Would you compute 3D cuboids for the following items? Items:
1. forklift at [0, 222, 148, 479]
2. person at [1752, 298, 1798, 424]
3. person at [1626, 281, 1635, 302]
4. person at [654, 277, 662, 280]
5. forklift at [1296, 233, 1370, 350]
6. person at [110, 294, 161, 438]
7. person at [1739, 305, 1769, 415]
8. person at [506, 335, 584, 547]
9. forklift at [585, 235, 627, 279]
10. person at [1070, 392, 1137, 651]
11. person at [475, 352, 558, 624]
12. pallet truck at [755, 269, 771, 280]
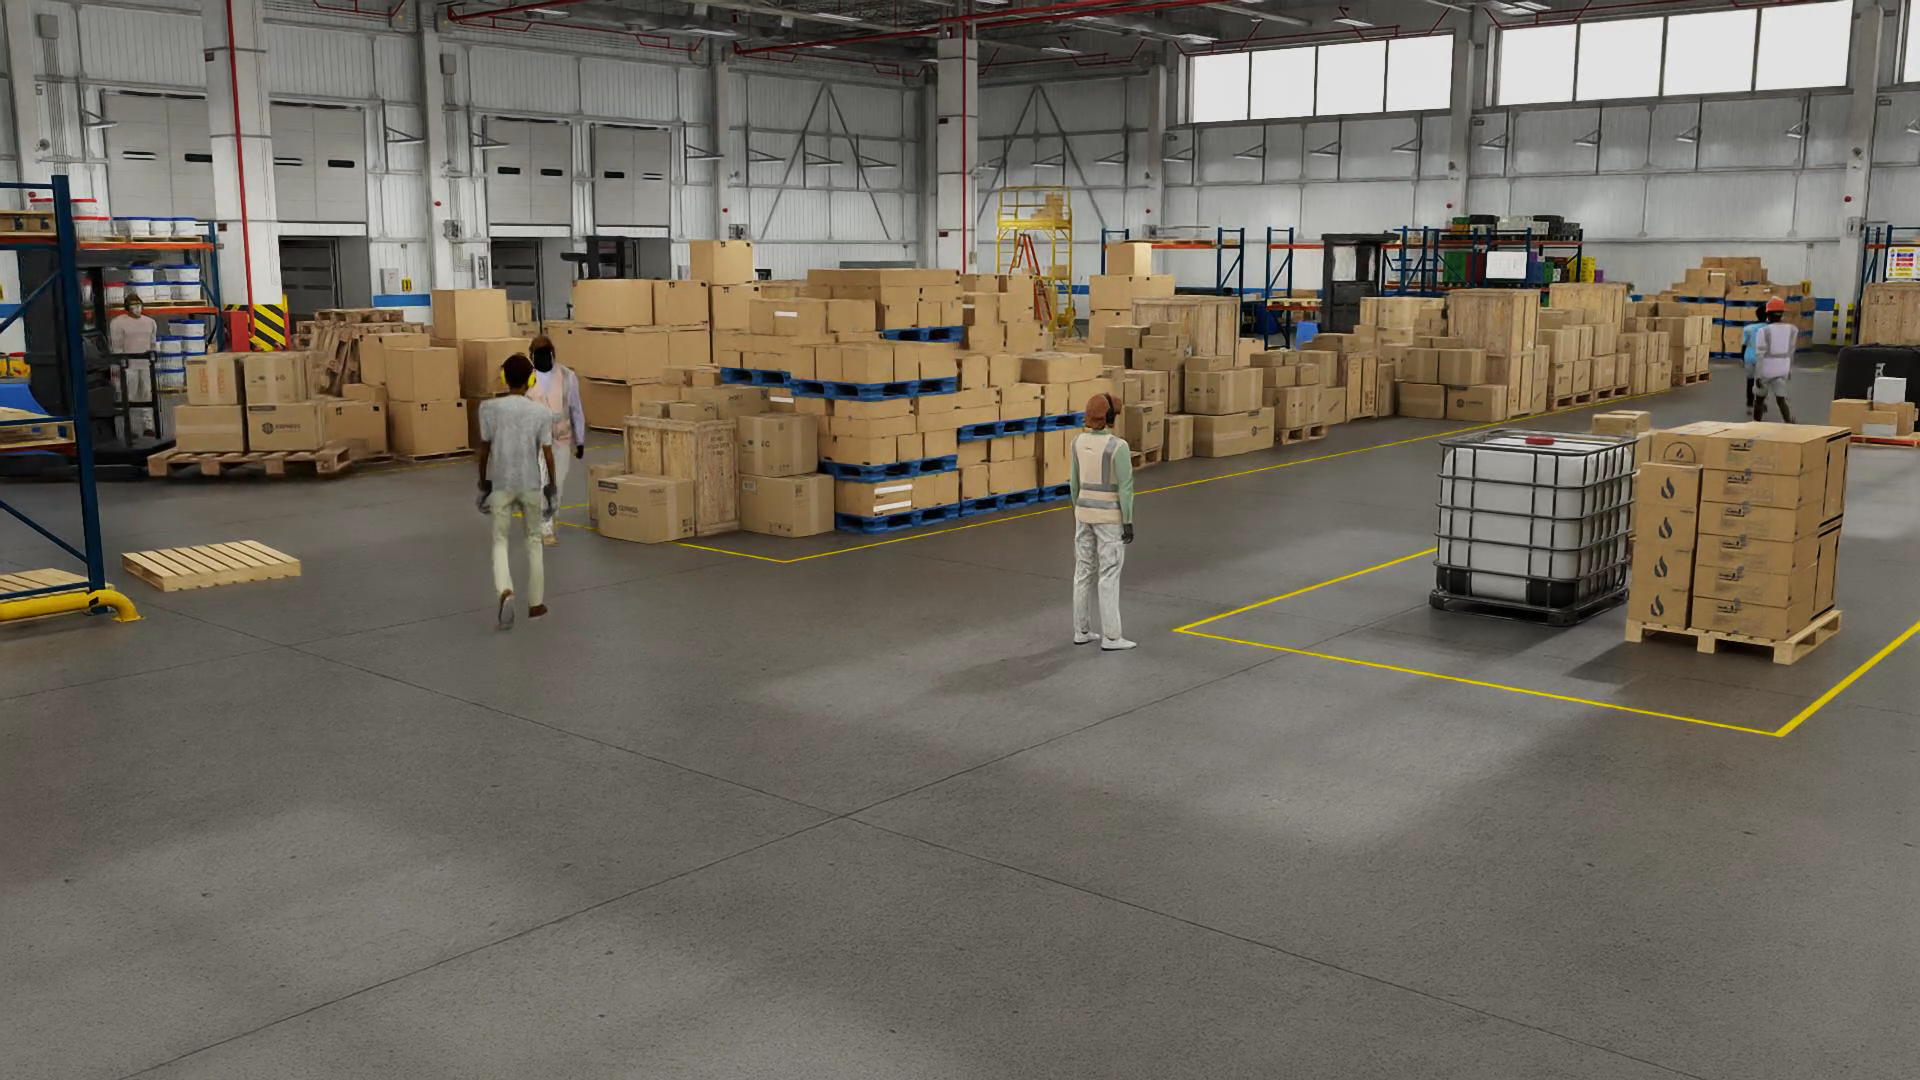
[{"bbox_3d":[-9.995,-2.103,18.366,1.873,2.768,1.129,-1,10,-8],"label":"forklift"},{"bbox_3d":[10.721,-2.232,21.878,0.555,1.904,0.840,0,10,2],"label":"person"},{"bbox_3d":[13.373,-4.287,33.667,1.029,1.891,0.633,0,10,1],"label":"person"},{"bbox_3d":[-6.519,-4.725,36.021,0.636,1.929,0.385,-5,11,-25],"label":"person"},{"bbox_3d":[7.467,-4.563,32.374,1.129,2.768,1.873,-3,11,-19],"label":"forklift"},{"bbox_3d":[-11.042,-2.329,22.332,0.377,1.940,0.628,7,12,33],"label":"person"},{"bbox_3d":[12.234,-2.754,25.480,0.545,1.687,0.361,3,11,19],"label":"person"},{"bbox_3d":[-3.613,-0.887,14.505,0.633,1.812,0.901,-4,11,-24],"label":"person"},{"bbox_3d":[-8.035,-5.558,38.039,1.873,2.768,1.129,8,13,40],"label":"forklift"},{"bbox_3d":[0.899,-0.115,10.575,0.308,1.641,0.514,-9,13,-41],"label":"person"},{"bbox_3d":[-3.007,-0.342,11.265,0.563,1.853,0.648,-2,10,-10],"label":"person"},{"bbox_3d":[-4.996,-6.432,45.525,1.885,1.965,0.823,-6,12,-32],"label":"pallet truck"}]
